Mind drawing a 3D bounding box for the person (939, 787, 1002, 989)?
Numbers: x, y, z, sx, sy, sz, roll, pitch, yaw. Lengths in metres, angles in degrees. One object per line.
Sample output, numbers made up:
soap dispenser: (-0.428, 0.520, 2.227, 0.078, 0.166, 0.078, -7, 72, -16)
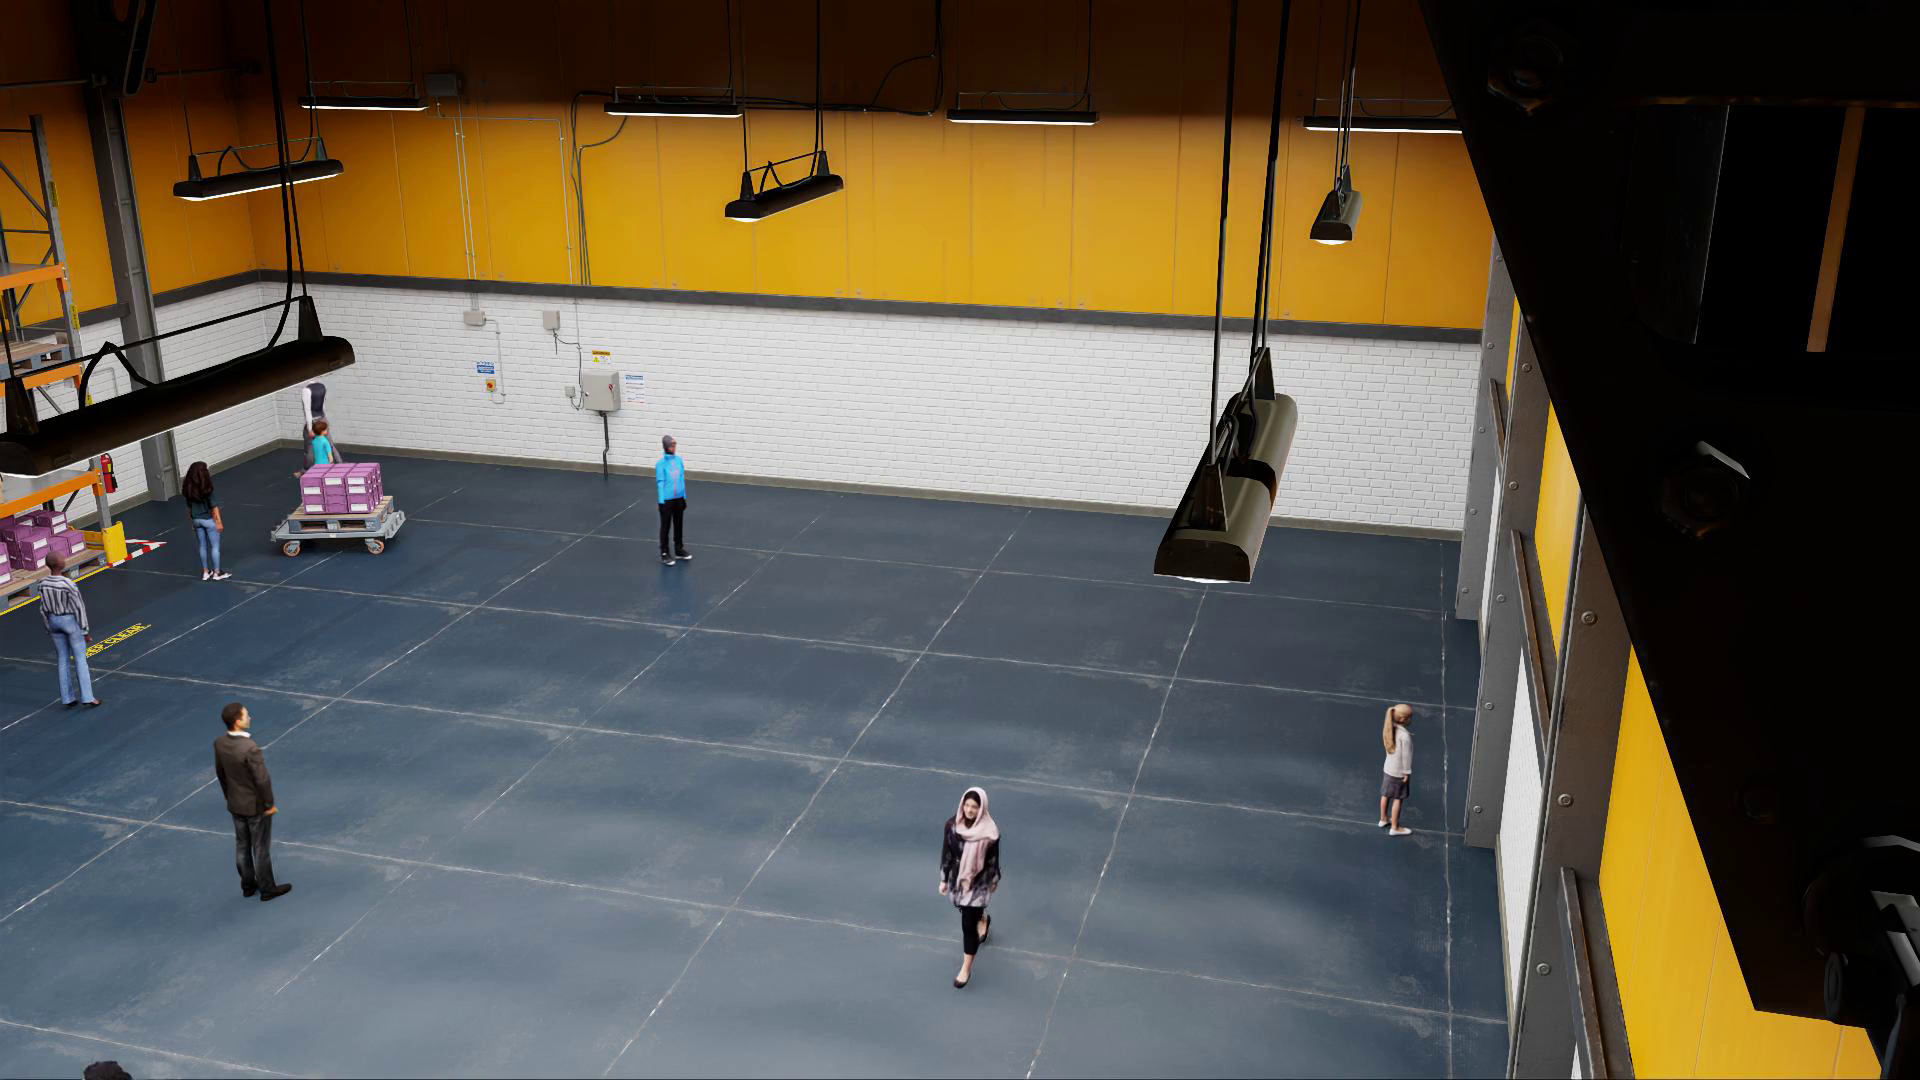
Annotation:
person: (0.107, 2.693, 13.354, 0.748, 1.603, 1.138, 9, 20, 24)

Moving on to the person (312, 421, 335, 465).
person: (-9.505, -1.045, 24.718, 0.698, 1.435, 0.950, 11, 22, 30)

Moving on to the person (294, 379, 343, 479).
person: (-10.063, -1.794, 26.220, 0.825, 1.895, 1.201, 7, 20, 20)

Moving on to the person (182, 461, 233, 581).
person: (-10.049, -0.264, 22.112, 0.600, 1.617, 0.586, 2, 19, 7)

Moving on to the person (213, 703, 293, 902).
person: (-6.149, 2.253, 14.349, 0.717, 1.801, 0.599, 8, 20, 24)

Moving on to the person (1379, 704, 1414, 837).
person: (4.082, 2.129, 15.538, 0.662, 1.277, 0.587, -6, 20, -18)

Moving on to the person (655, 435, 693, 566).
person: (-3.959, -0.572, 22.741, 0.740, 1.799, 0.630, 17, 25, 41)

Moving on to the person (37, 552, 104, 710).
person: (-9.731, 0.987, 18.121, 0.658, 1.793, 0.580, 3, 19, 8)
